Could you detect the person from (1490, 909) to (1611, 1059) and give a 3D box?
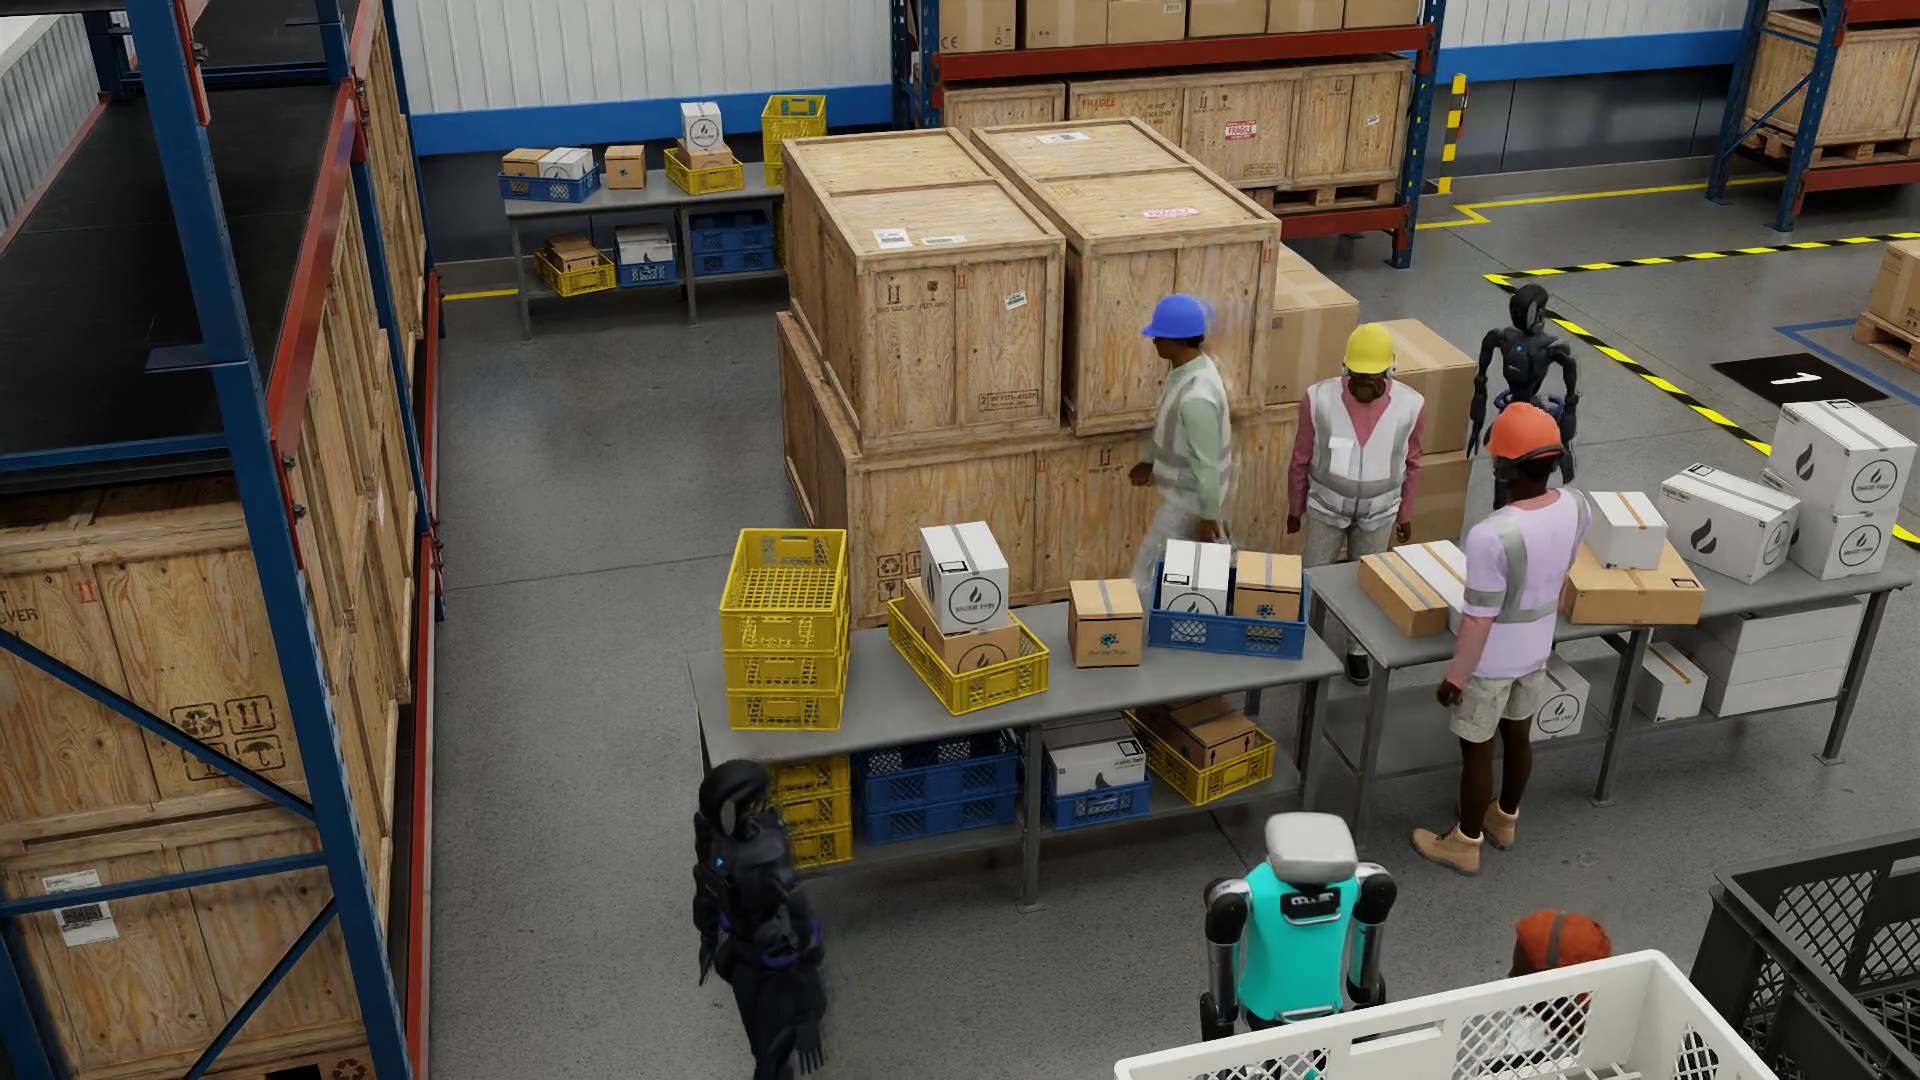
[{"bbox_3d":[1.502,1.741,4.320,0.408,1.855,0.590,-4,29,-7],"label":"person"}]

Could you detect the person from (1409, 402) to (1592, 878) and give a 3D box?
[{"bbox_3d":[2.104,0.416,6.536,0.606,2.033,0.400,-18,34,-30],"label":"person"}]

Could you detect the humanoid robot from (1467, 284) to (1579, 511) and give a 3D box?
[{"bbox_3d":[2.975,-0.566,8.695,0.617,1.633,0.448,25,37,38],"label":"humanoid robot"}]

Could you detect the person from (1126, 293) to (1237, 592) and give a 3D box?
[{"bbox_3d":[0.987,-0.265,7.907,1.017,1.889,0.630,3,29,5],"label":"person"}]

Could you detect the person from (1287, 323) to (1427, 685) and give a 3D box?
[{"bbox_3d":[1.827,-0.154,7.773,0.600,1.830,0.404,4,29,7],"label":"person"}]

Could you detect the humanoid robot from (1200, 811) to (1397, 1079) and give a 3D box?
[{"bbox_3d":[0.968,1.603,4.581,0.533,1.691,0.738,-5,29,-9],"label":"humanoid robot"}]

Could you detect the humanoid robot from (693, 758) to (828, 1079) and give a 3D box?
[{"bbox_3d":[-0.620,1.344,5.218,0.610,1.640,0.409,26,38,38],"label":"humanoid robot"}]
